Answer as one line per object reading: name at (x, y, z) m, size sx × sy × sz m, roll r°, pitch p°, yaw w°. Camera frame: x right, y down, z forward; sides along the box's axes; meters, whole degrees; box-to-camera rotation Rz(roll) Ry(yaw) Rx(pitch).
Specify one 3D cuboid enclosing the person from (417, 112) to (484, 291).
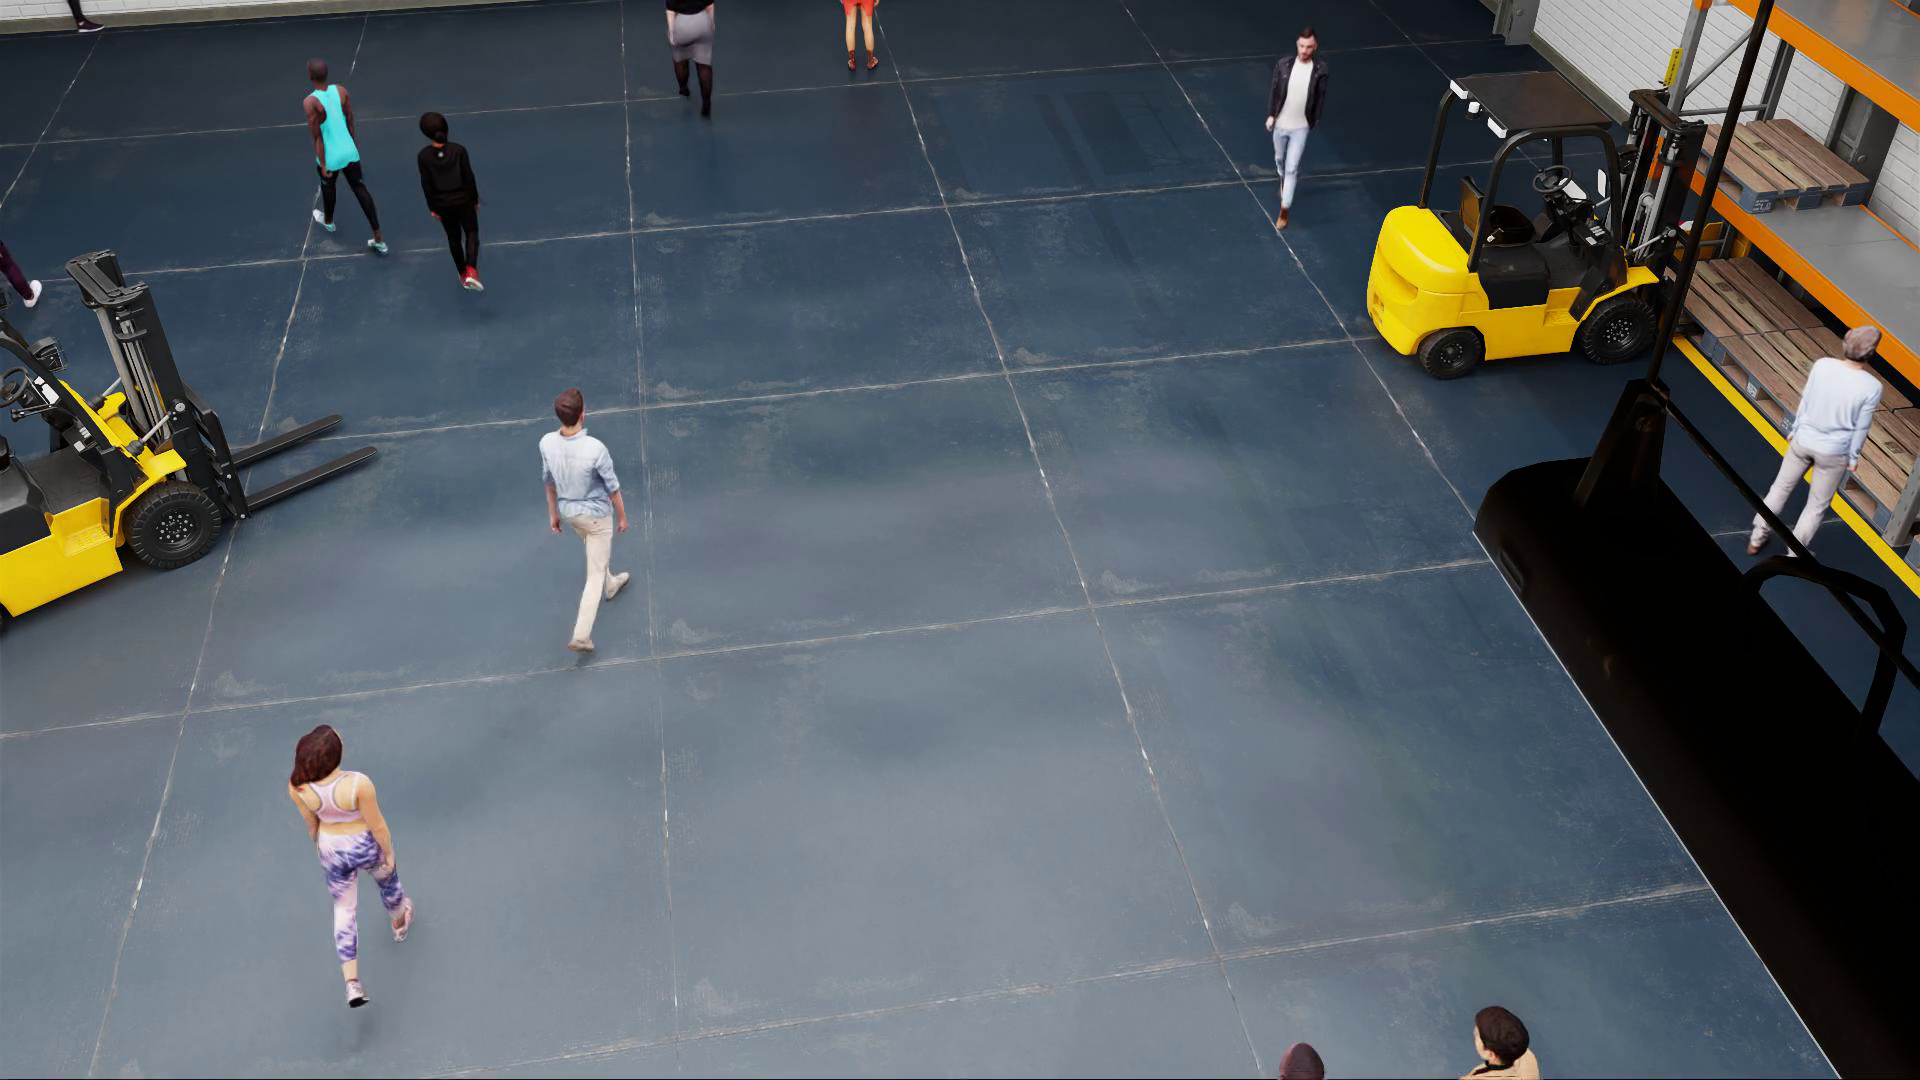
person at (-4.337, -2.857, 14.279) m, size 0.626 × 1.656 × 0.824 m, roll -9°, pitch 39°, yaw -11°

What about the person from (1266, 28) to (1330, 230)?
person at (3.094, -3.904, 15.463) m, size 1.010 × 1.814 × 1.245 m, roll 11°, pitch 40°, yaw 14°

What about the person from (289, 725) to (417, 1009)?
person at (-3.137, 1.661, 8.548) m, size 0.584 × 1.748 × 1.063 m, roll -4°, pitch 39°, yaw -5°

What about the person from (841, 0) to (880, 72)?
person at (-1.108, -5.973, 18.130) m, size 0.621 × 1.719 × 0.582 m, roll 0°, pitch 39°, yaw 1°

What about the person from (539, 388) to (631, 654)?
person at (-2.442, -0.098, 10.695) m, size 1.042 × 1.817 × 1.294 m, roll 12°, pitch 40°, yaw 14°

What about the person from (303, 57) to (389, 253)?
person at (-5.479, -3.382, 14.846) m, size 1.238 × 1.768 × 1.093 m, roll 29°, pitch 47°, yaw 31°

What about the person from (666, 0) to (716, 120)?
person at (-2.738, -5.185, 17.137) m, size 0.790 × 1.727 × 1.016 m, roll -13°, pitch 41°, yaw -16°

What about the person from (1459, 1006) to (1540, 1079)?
person at (2.293, 2.677, 7.302) m, size 0.839 × 1.715 × 0.878 m, roll -25°, pitch 45°, yaw -28°

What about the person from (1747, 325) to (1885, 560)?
person at (5.844, -0.625, 11.299) m, size 0.783 × 1.887 × 0.655 m, roll -26°, pitch 45°, yaw -29°
